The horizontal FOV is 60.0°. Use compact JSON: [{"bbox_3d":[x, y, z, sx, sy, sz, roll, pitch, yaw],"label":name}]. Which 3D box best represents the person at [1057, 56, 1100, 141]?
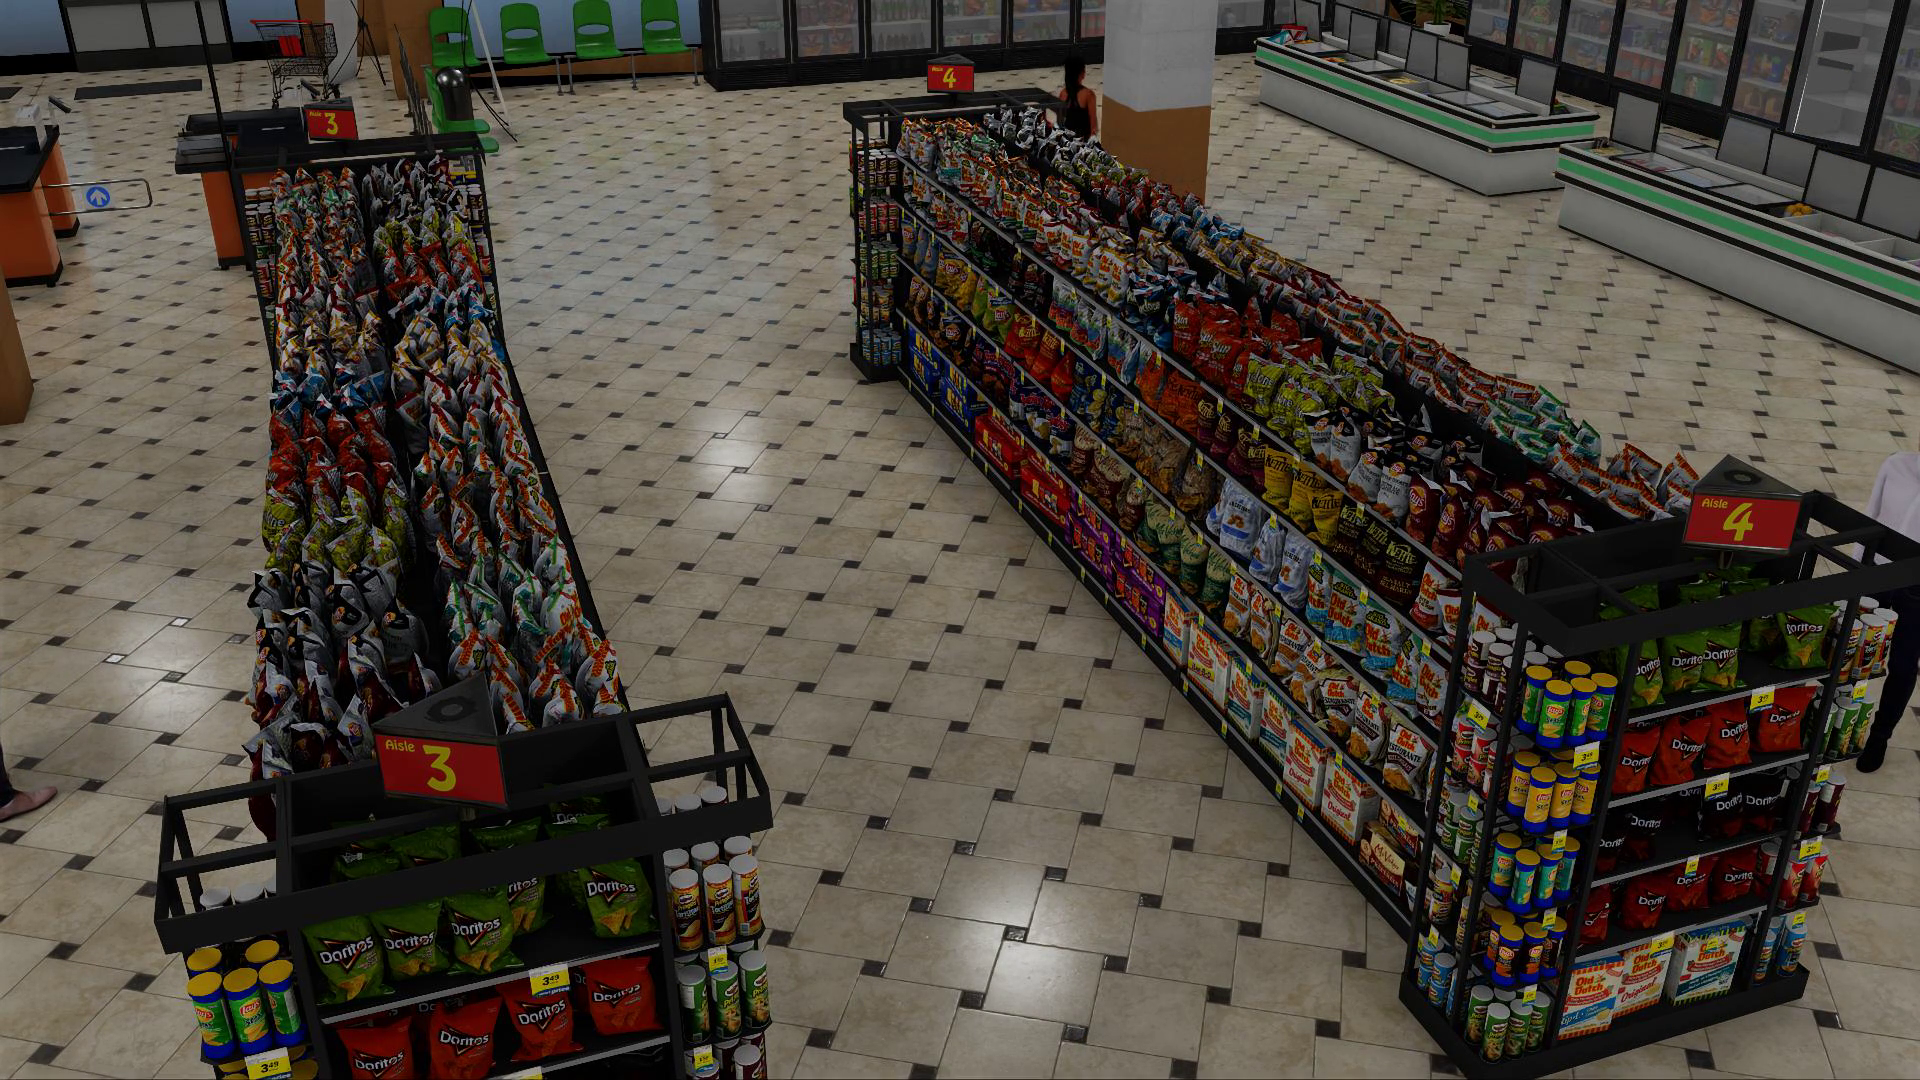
[{"bbox_3d":[1.081,-3.755,15.836,0.909,1.648,0.900,20,33,34],"label":"person"}]

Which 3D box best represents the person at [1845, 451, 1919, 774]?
[{"bbox_3d":[4.424,0.186,7.820,0.757,1.869,0.638,-21,34,-35],"label":"person"}]
